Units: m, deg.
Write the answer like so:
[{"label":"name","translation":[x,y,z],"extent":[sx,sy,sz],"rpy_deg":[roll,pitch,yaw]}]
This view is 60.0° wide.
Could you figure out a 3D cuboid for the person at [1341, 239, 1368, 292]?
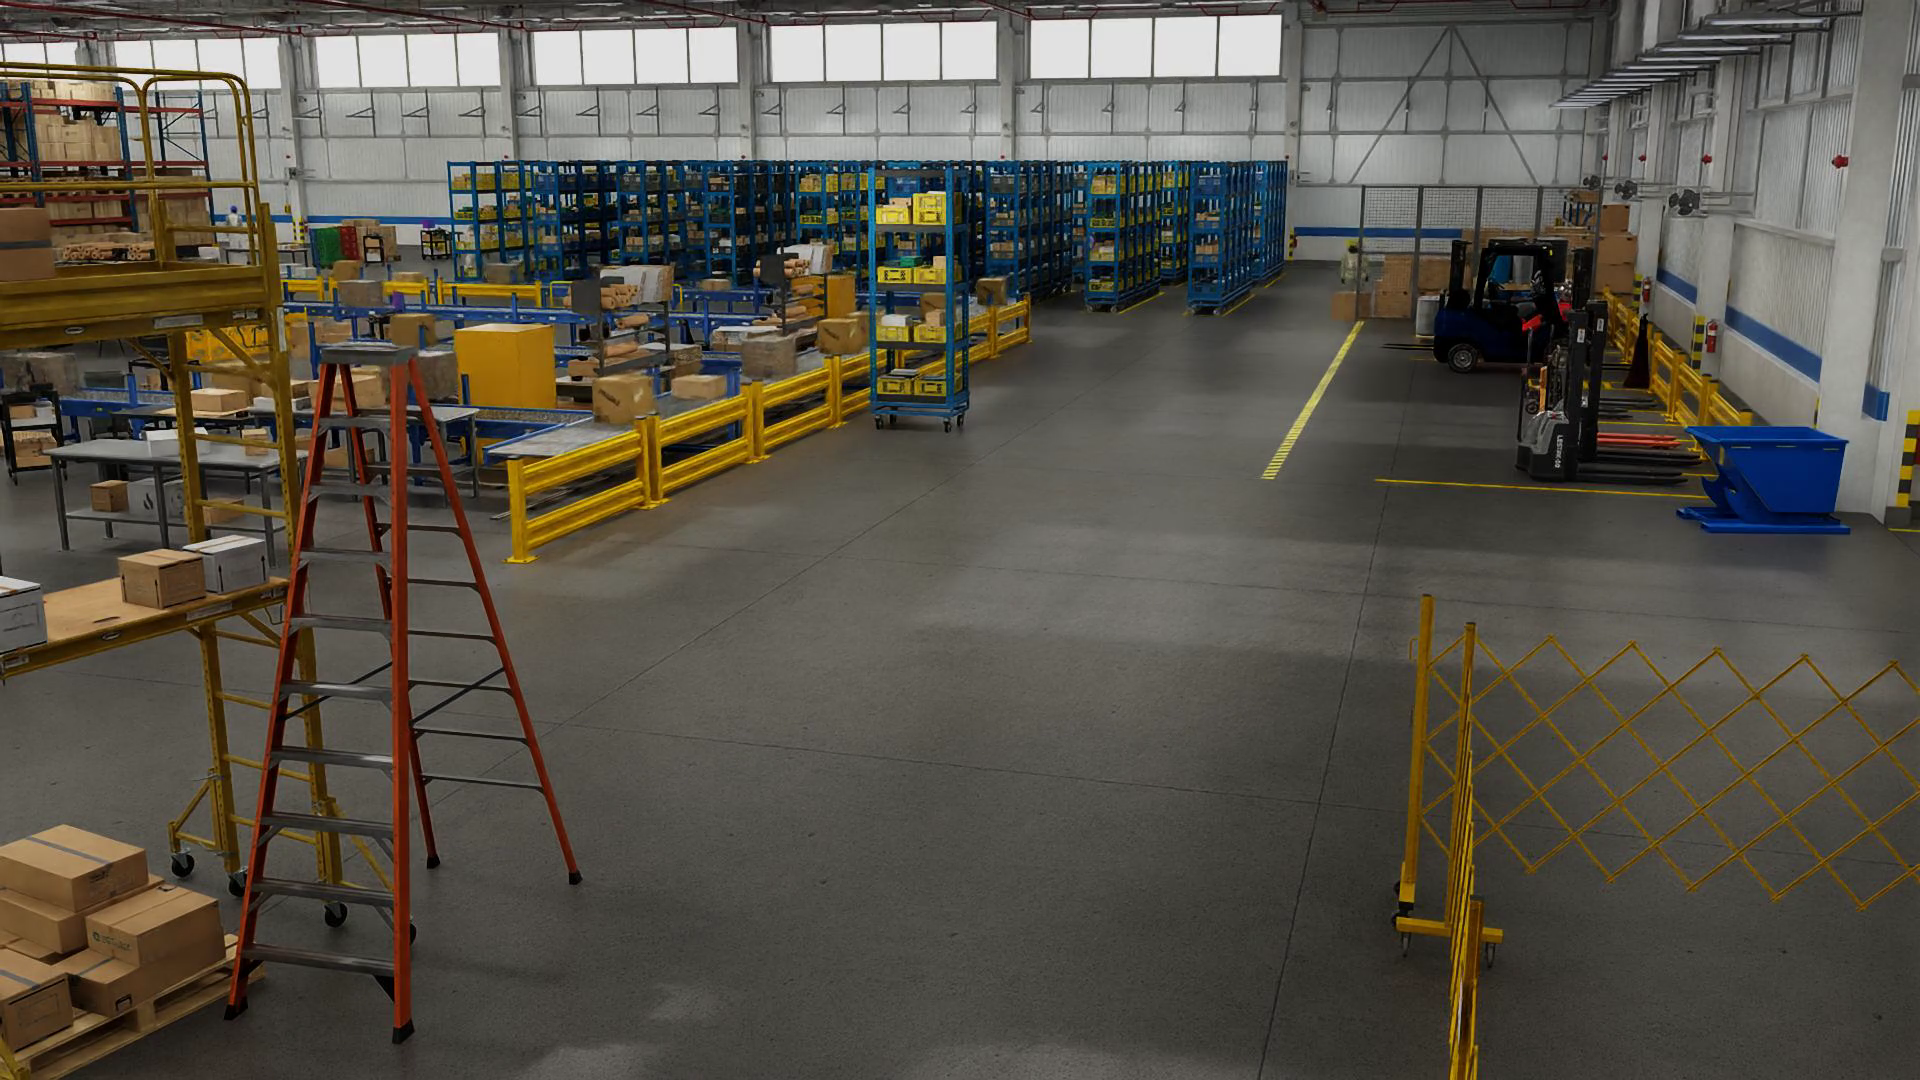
[{"label":"person","translation":[9.592,-6.398,40.309],"extent":[0.715,1.787,0.459],"rpy_deg":[2,13,10]}]

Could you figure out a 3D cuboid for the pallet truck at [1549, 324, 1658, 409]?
[{"label":"pallet truck","translation":[9.824,-2.669,25.407],"extent":[1.601,1.201,0.680],"rpy_deg":[4,14,16]}]

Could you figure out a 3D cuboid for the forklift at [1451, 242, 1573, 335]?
[{"label":"forklift","translation":[10.464,-4.597,31.405],"extent":[2.680,1.987,1.157],"rpy_deg":[4,14,16]}]

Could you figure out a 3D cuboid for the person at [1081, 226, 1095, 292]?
[{"label":"person","translation":[3.581,-7.820,46.307],"extent":[0.390,1.847,0.563],"rpy_deg":[1,13,4]}]

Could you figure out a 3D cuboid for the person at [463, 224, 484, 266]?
[{"label":"person","translation":[-14.550,-8.618,49.704],"extent":[0.648,1.877,0.846],"rpy_deg":[0,13,-2]}]

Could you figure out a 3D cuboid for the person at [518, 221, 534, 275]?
[{"label":"person","translation":[-13.620,-9.141,51.792],"extent":[0.990,1.941,0.646],"rpy_deg":[-1,13,-4]}]

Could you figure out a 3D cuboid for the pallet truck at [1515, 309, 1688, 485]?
[{"label":"pallet truck","translation":[7.554,-1.677,19.446],"extent":[1.885,1.965,0.823],"rpy_deg":[3,13,14]}]

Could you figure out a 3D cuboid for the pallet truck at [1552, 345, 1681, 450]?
[{"label":"pallet truck","translation":[8.641,-1.896,21.908],"extent":[1.630,1.274,0.653],"rpy_deg":[4,14,16]}]

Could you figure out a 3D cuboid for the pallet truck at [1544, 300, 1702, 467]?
[{"label":"pallet truck","translation":[8.263,-1.952,20.631],"extent":[1.885,1.965,0.823],"rpy_deg":[5,14,20]}]

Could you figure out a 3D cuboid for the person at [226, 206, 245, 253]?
[{"label":"person","translation":[-26.964,-11.470,61.933],"extent":[0.623,1.900,0.949],"rpy_deg":[-3,13,-11]}]

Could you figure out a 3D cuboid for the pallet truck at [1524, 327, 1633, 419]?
[{"label":"pallet truck","translation":[9.065,-2.460,24.370],"extent":[1.522,1.261,0.704],"rpy_deg":[3,13,14]}]

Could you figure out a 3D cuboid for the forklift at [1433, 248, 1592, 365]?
[{"label":"forklift","translation":[9.780,-4.111,29.280],"extent":[2.680,1.987,1.157],"rpy_deg":[3,13,14]}]
